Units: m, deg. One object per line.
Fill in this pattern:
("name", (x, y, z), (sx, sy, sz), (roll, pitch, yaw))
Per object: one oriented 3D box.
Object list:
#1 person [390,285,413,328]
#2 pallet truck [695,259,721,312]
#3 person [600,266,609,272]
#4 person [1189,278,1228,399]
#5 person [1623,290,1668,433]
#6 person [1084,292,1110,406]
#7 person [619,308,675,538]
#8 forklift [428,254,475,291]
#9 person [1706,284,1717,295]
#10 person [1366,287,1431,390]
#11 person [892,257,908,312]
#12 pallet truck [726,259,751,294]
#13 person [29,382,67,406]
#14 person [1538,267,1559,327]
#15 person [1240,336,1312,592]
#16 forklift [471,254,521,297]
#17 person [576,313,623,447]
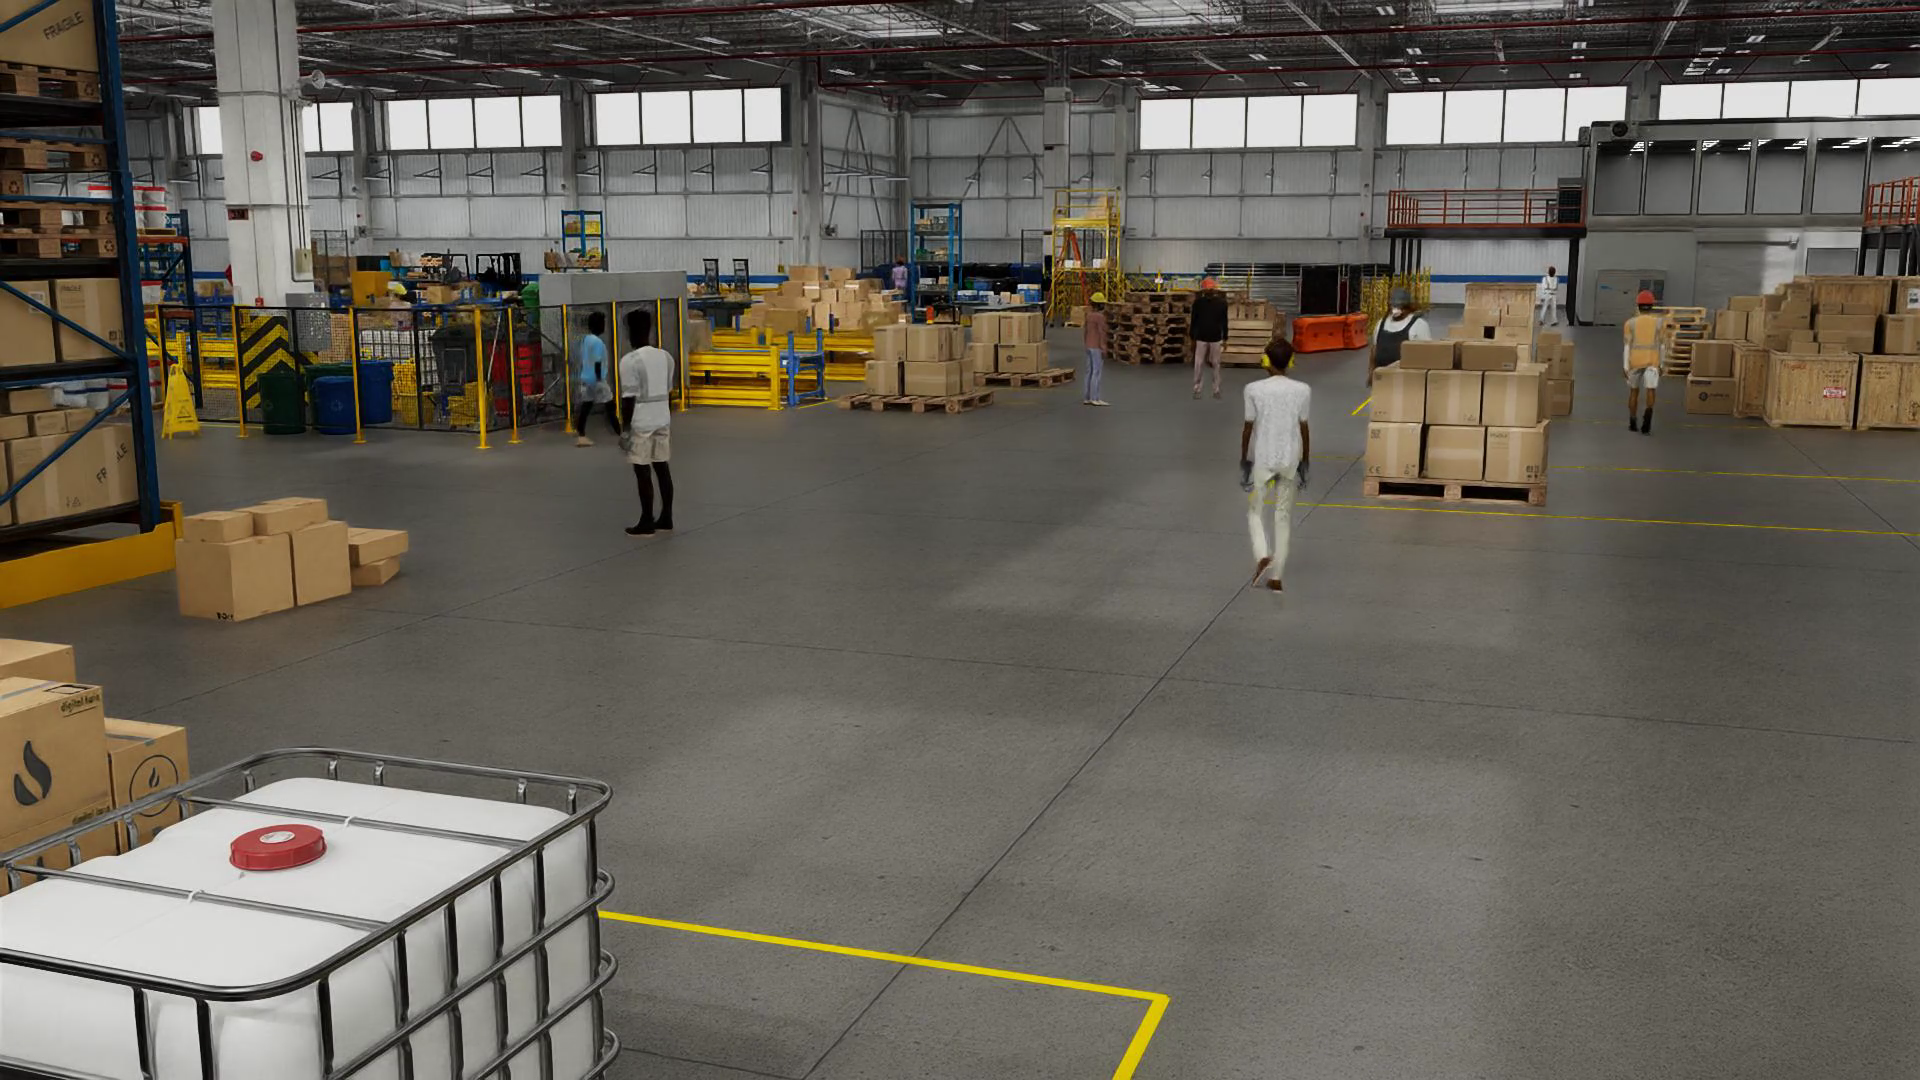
("person", (-10.744, -4.027, 31.936), (0.478, 1.747, 0.533), (4, 11, 23))
("pallet truck", (-9.165, -9.627, 62.776), (0.823, 1.965, 1.885), (4, 11, 23))
("person", (-13.349, -9.491, 62.322), (0.750, 1.885, 0.649), (-3, 11, -19))
("person", (4.030, -3.253, 26.964), (0.620, 1.972, 0.502), (3, 11, 18))
("person", (9.091, -2.363, 22.114), (0.548, 1.918, 0.810), (4, 11, 20))
("person", (2.129, -2.983, 26.007), (0.326, 1.769, 0.524), (-5, 11, -25))
("person", (-2.688, -1.000, 14.276), (0.362, 1.963, 0.612), (6, 12, 31))
("forklift", (-20.133, -10.254, 65.465), (1.157, 1.987, 2.680), (3, 11, 19))
("person", (25.547, -8.384, 56.258), (0.541, 1.819, 0.966), (-4, 11, -23))
("person", (5.079, -1.949, 19.413), (0.538, 2.000, 0.694), (-10, 14, -43))
("person", (-2.227, -9.575, 62.379), (0.615, 2.040, 0.411), (3, 10, 16))
("pallet truck", (-7.986, -9.493, 62.019), (0.823, 1.965, 1.885), (3, 11, 17))
("person", (-11.171, -1.891, 20.165), (0.859, 1.646, 0.550), (2, 10, 10))
("person", (18.173, -7.511, 51.312), (0.591, 1.844, 0.977), (-2, 10, -9))
("person", (2.276, -0.525, 11.945), (0.527, 1.850, 0.443), (0, 10, 1))
("forklift", (-17.990, -10.121, 64.684), (1.157, 1.987, 2.680), (3, 11, 17))
("person", (-4.421, -1.986, 20.654), (0.823, 1.656, 0.550), (-6, 11, -29))
